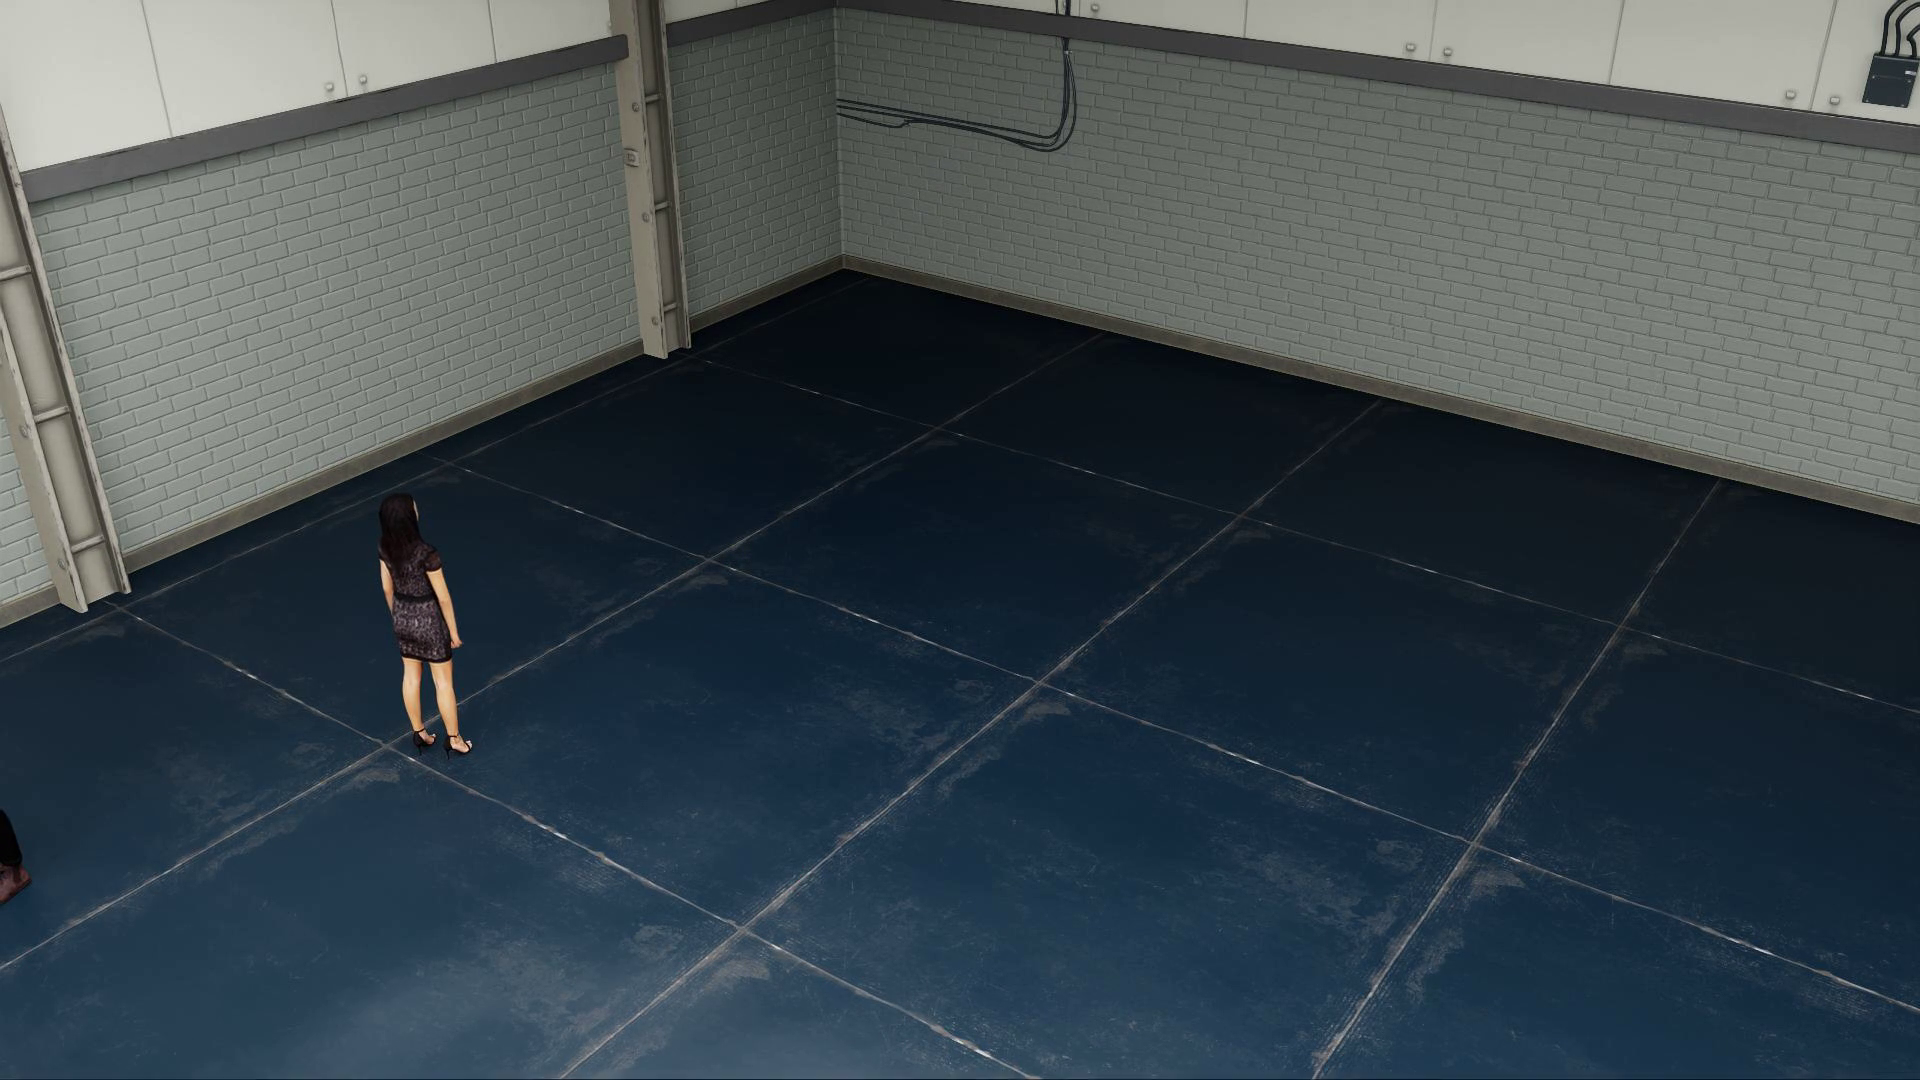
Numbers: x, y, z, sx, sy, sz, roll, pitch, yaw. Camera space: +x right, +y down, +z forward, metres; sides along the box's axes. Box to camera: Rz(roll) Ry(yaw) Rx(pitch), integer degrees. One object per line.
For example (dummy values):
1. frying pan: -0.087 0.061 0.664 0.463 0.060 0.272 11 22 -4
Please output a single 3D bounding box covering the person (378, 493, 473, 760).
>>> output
1. person: -3.279 0.528 10.104 0.638 1.791 0.581 9 29 17
